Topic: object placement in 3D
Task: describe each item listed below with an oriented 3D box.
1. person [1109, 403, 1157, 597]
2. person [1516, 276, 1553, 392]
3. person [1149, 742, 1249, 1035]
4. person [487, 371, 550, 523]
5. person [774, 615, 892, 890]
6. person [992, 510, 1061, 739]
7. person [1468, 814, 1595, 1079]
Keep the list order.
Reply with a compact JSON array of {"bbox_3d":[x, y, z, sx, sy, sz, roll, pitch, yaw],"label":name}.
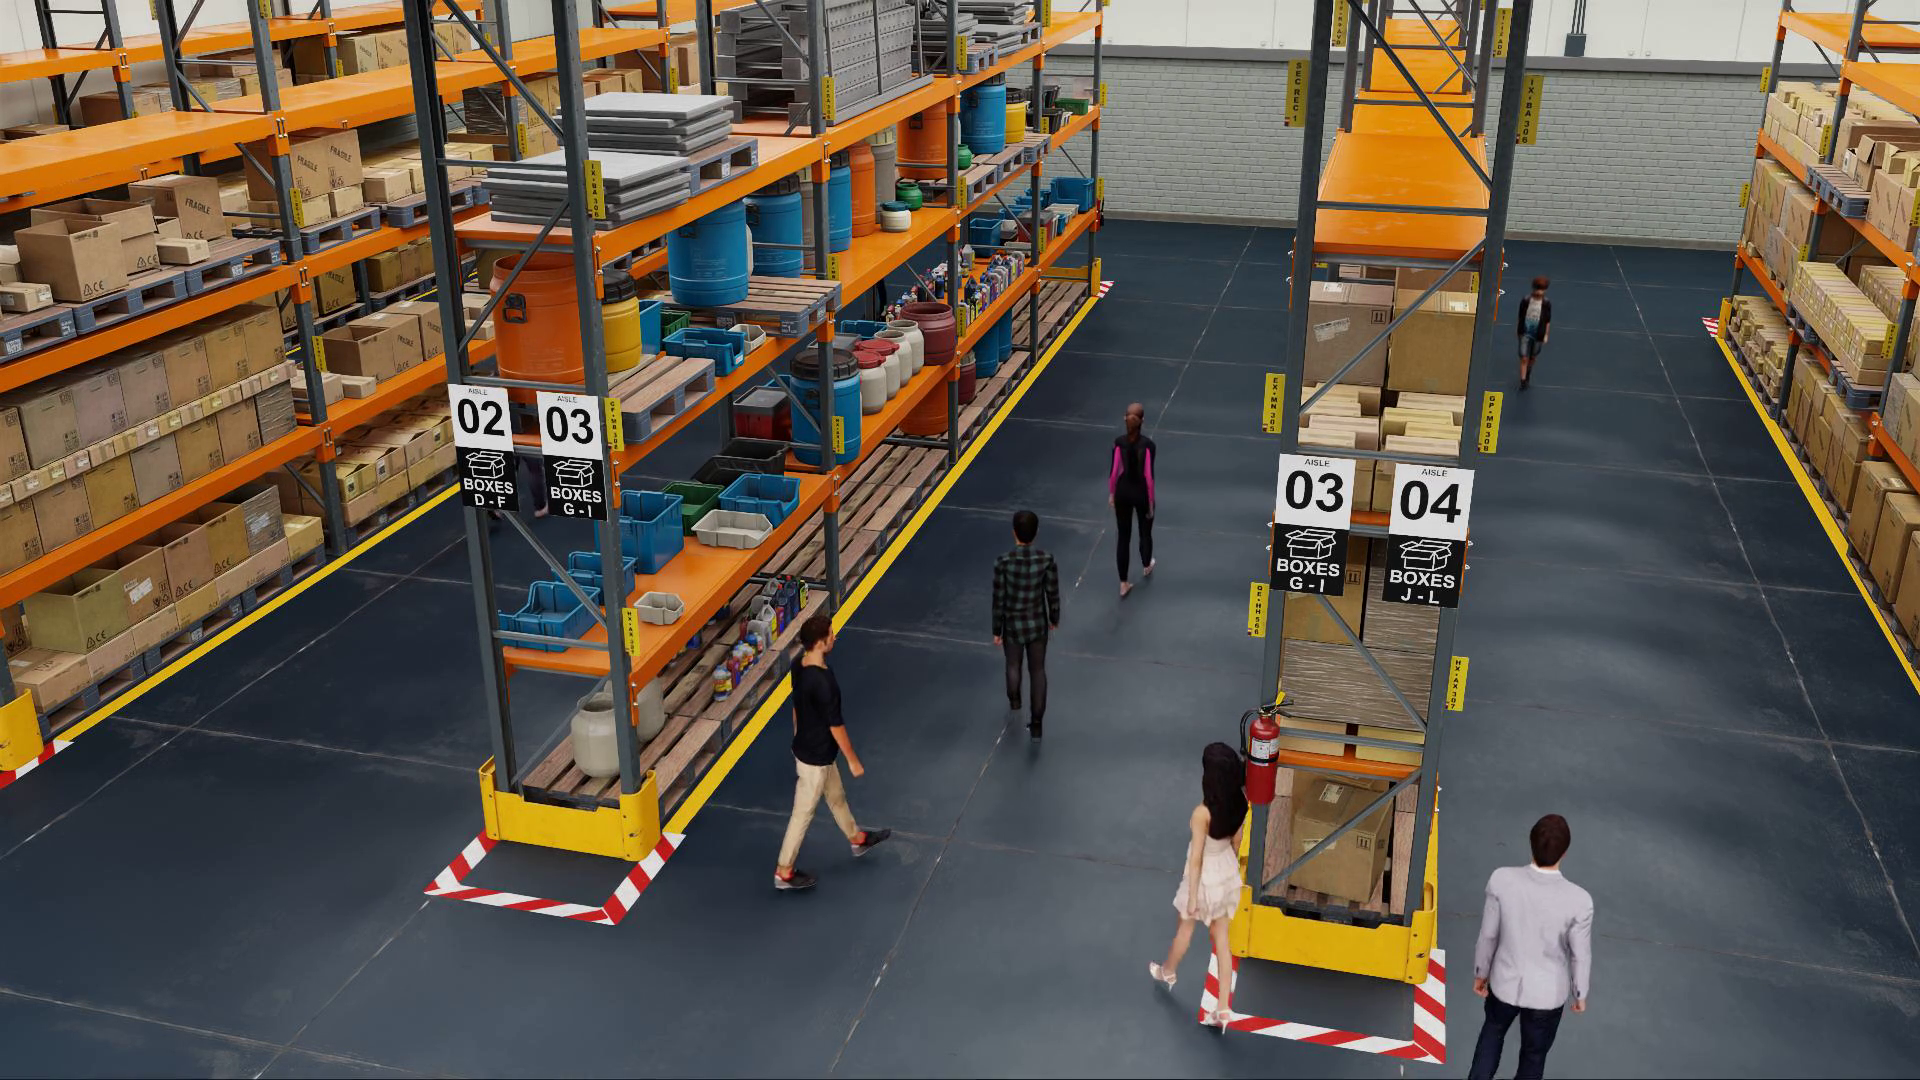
[{"bbox_3d":[1.503,-0.333,14.672,0.605,1.722,0.937,7,23,17],"label":"person"},{"bbox_3d":[7.061,-2.552,20.518,0.537,1.404,0.975,7,23,16],"label":"person"},{"bbox_3d":[1.438,1.943,9.121,0.923,1.713,0.971,-14,26,-31],"label":"person"},{"bbox_3d":[-4.359,-0.990,16.177,0.884,1.799,1.156,13,25,28],"label":"person"},{"bbox_3d":[-0.994,1.370,10.386,1.098,1.816,1.121,-7,23,-17],"label":"person"},{"bbox_3d":[0.503,0.641,12.105,0.922,1.680,1.158,-1,22,-3],"label":"person"},{"bbox_3d":[2.786,2.240,8.228,0.789,1.839,0.792,15,27,33],"label":"person"}]
